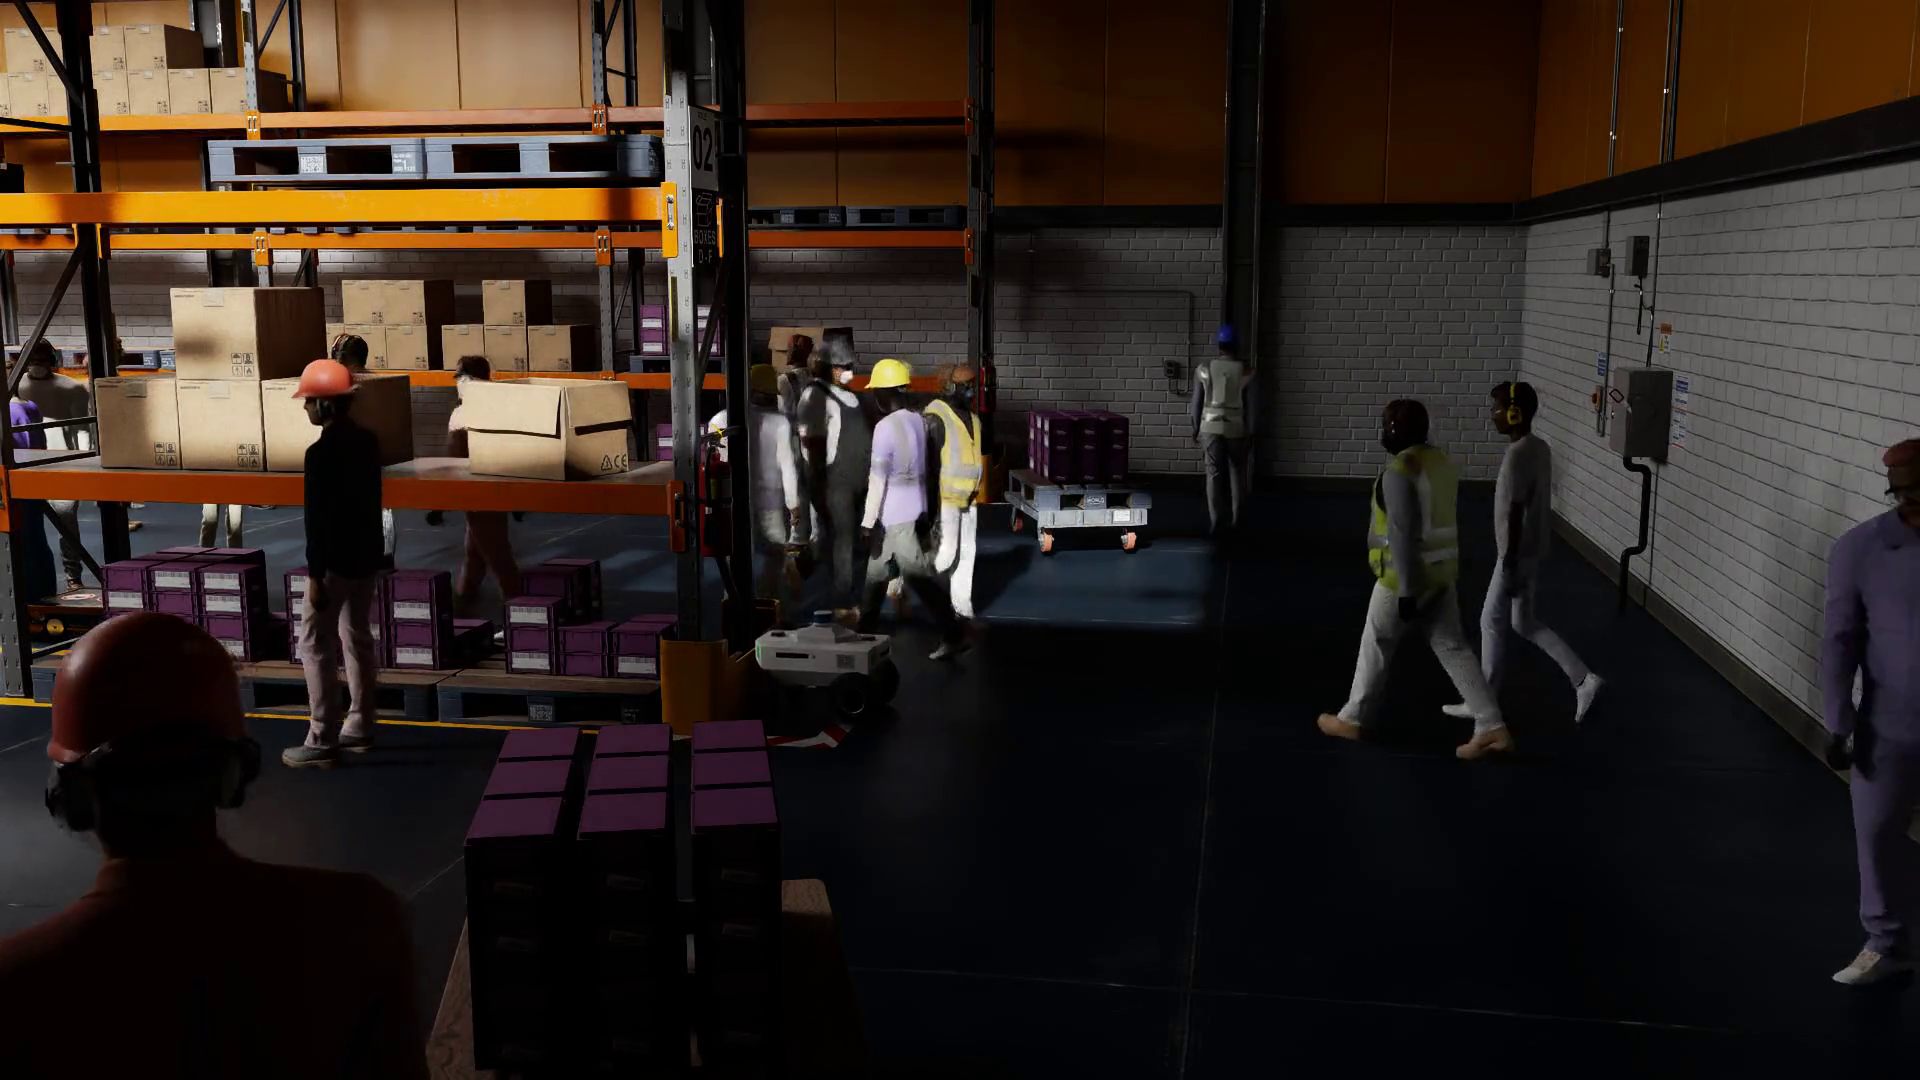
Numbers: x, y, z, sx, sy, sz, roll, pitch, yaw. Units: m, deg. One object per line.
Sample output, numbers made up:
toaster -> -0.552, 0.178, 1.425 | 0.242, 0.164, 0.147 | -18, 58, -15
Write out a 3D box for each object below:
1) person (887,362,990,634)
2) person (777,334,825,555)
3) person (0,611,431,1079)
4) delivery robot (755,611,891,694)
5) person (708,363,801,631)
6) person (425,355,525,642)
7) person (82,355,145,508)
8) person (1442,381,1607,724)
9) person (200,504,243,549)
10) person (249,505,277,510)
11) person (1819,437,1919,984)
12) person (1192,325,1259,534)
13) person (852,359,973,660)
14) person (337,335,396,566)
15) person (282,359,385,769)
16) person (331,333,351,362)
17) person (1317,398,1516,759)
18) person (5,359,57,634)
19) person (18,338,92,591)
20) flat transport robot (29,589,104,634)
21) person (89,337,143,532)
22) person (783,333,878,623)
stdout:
person -> -0.134, -0.282, 11.111 | 0.647, 1.823, 0.640 | 5, 10, 29
person -> -1.352, -0.808, 14.186 | 0.355, 1.885, 0.575 | 7, 12, 38
person -> -1.053, 1.072, 2.246 | 0.679, 1.967, 0.631 | 9, 13, 44
delivery robot -> -0.750, 0.630, 9.084 | 0.707, 0.478, 0.477 | 2, 9, 12
person -> -1.380, -0.261, 11.025 | 0.659, 1.809, 0.410 | 3, 10, 18
person -> -3.210, -0.263, 10.882 | 0.959, 1.863, 0.668 | 2, 9, 10
person -> -8.752, -1.081, 16.739 | 0.797, 1.611, 0.527 | -3, 10, -16
person -> 2.999, 0.084, 8.766 | 0.763, 1.843, 0.542 | 7, 11, 36
person -> -5.473, -0.506, 12.348 | 0.328, 1.873, 0.512 | 6, 11, 32
person -> -7.130, -1.224, 16.947 | 0.403, 1.826, 0.589 | 0, 9, -3
person -> 3.252, 0.605, 5.496 | 0.755, 1.882, 0.397 | 4, 10, 23
person -> 2.473, -1.044, 15.561 | 0.616, 1.918, 0.838 | 1, 9, 9
person -> -0.359, -0.184, 10.353 | 0.991, 1.887, 0.598 | 3, 10, 18
person -> -4.515, -0.569, 12.533 | 0.369, 1.940, 0.631 | 5, 11, 30
person -> -3.059, 0.111, 8.168 | 0.462, 1.989, 0.637 | 2, 9, 11
person -> -5.315, -0.847, 14.416 | 0.356, 1.887, 0.573 | 5, 10, 29
person -> 2.328, 0.190, 8.321 | 1.004, 1.794, 0.627 | 9, 13, 43
person -> -6.257, -0.286, 11.099 | 0.379, 1.836, 0.561 | -1, 9, -7
person -> -6.766, -0.534, 12.330 | 0.627, 1.934, 0.372 | -5, 11, -30
flat transport robot -> -5.575, 0.483, 11.164 | 1.431, 0.197, 0.652 | 1, 9, 8
person -> -7.841, -0.977, 15.397 | 0.338, 1.840, 0.510 | -2, 9, -11
person -> -0.916, -0.448, 11.462 | 0.744, 2.000, 0.693 | 3, 10, 18
